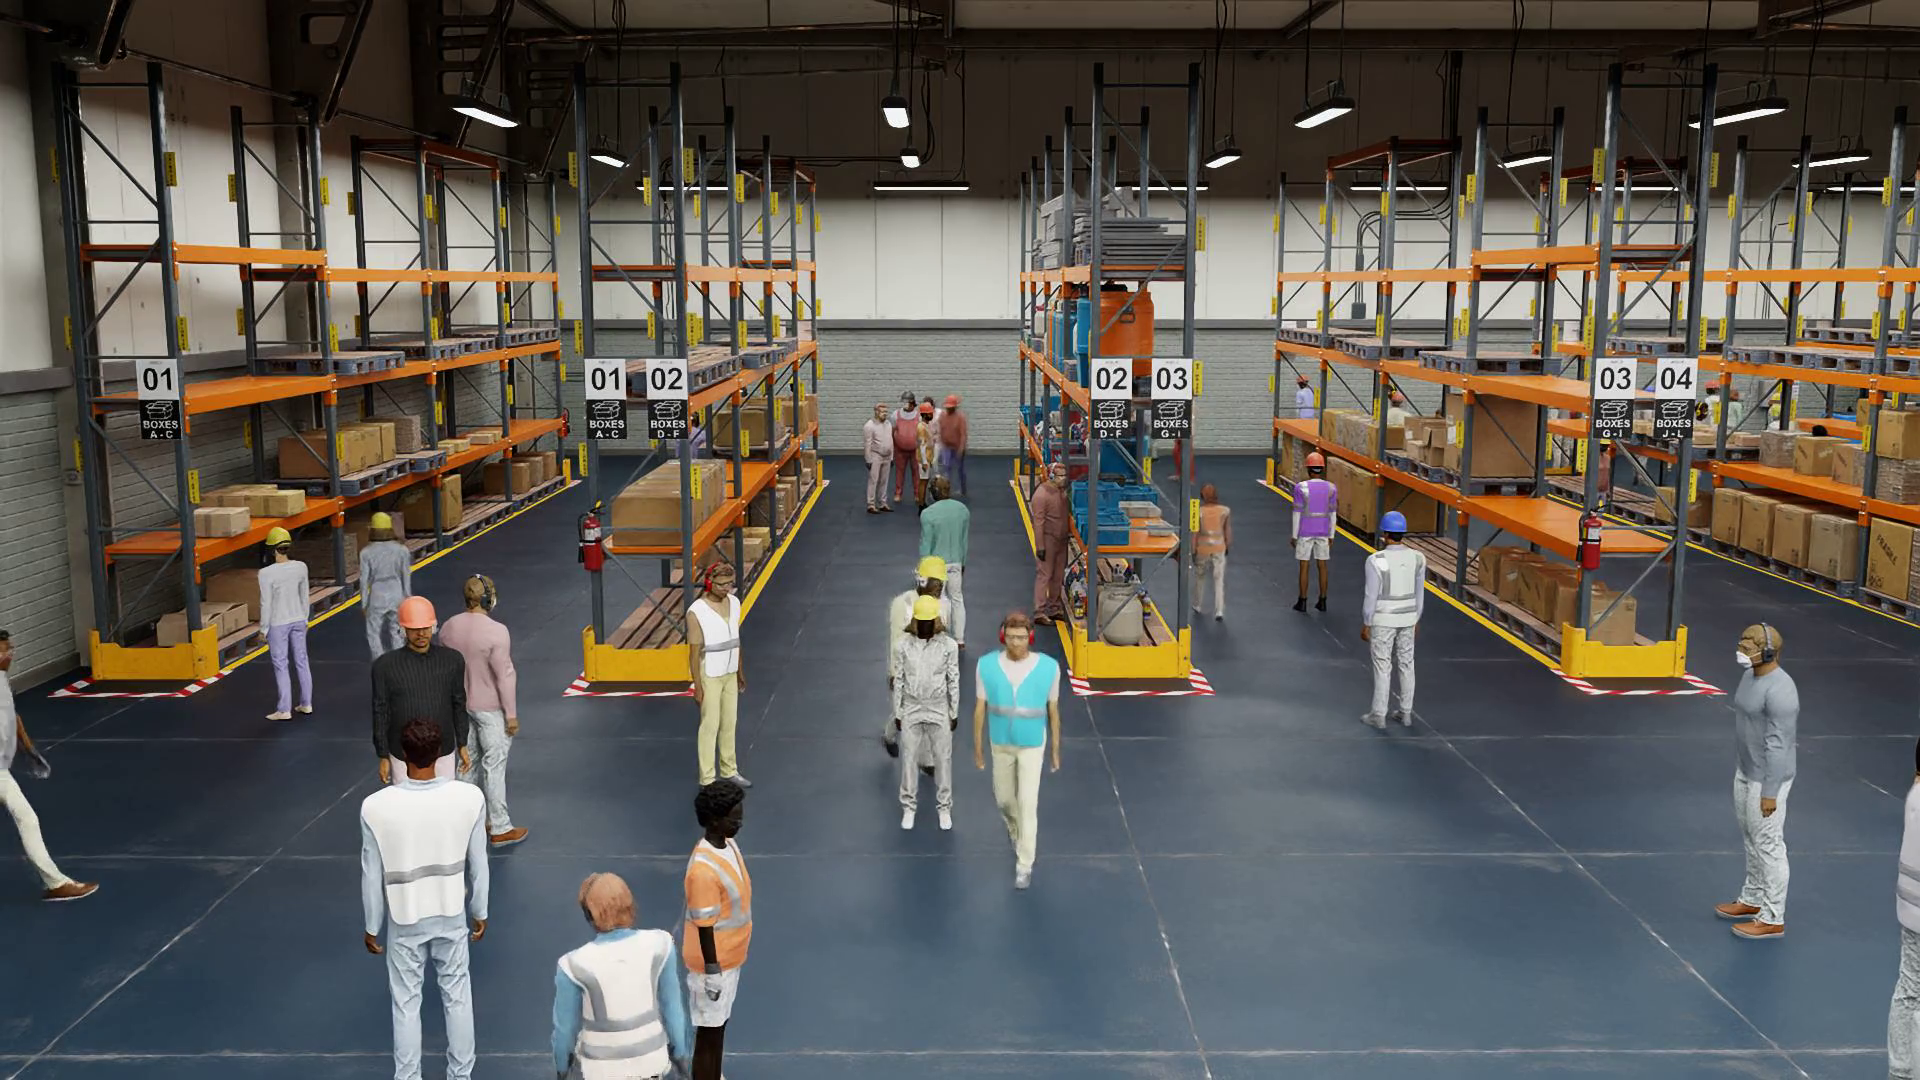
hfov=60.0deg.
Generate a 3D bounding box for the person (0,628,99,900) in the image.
[{"bbox_3d":[-6.117,1.439,10.603,0.980,1.823,0.512,-3,9,-17],"label":"person"}]

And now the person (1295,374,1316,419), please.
[{"bbox_3d":[7.711,-2.755,37.284,0.573,1.916,0.459,-7,11,-38],"label":"person"}]

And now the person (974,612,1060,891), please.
[{"bbox_3d":[0.391,1.352,11.189,0.574,1.822,0.811,2,9,10],"label":"person"}]

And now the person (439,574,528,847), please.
[{"bbox_3d":[-3.374,1.199,11.756,0.627,1.940,0.372,5,10,28],"label":"person"}]

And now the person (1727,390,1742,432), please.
[{"bbox_3d":[16.813,-2.462,36.285,0.284,1.633,0.498,-6,10,-32],"label":"person"}]

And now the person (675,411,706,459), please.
[{"bbox_3d":[-4.242,-1.103,26.563,0.635,1.938,0.359,4,10,26],"label":"person"}]

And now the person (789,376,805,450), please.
[{"bbox_3d":[-3.588,-2.635,36.458,0.369,1.928,0.585,3,9,17],"label":"person"}]

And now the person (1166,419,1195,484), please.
[{"bbox_3d":[4.376,-2.094,32.940,0.648,1.948,0.626,2,9,11],"label":"person"}]

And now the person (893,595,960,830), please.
[{"bbox_3d":[-0.246,1.250,12.083,0.485,1.737,0.321,0,9,2],"label":"person"}]

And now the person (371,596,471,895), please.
[{"bbox_3d":[-3.445,1.339,10.676,0.612,1.995,0.382,-6,11,-35],"label":"person"}]

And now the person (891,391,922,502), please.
[{"bbox_3d":[-0.925,-1.684,29.976,0.688,2.000,0.536,0,9,2],"label":"person"}]

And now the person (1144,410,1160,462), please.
[{"bbox_3d":[4.114,-2.565,36.434,0.598,1.806,0.830,5,10,30],"label":"person"}]

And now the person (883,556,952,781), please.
[{"bbox_3d":[-0.353,1.008,13.427,0.605,1.807,0.675,-6,11,-34],"label":"person"}]

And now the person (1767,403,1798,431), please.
[{"bbox_3d":[14.849,-1.558,29.949,0.616,1.797,0.677,-2,9,-12],"label":"person"}]

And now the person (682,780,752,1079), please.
[{"bbox_3d":[-1.124,1.943,7.754,0.319,1.695,0.532,0,9,2],"label":"person"}]

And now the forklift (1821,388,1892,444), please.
[{"bbox_3d":[20.072,-3.110,36.462,1.873,2.768,1.129,0,9,0],"label":"forklift"}]

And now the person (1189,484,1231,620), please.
[{"bbox_3d":[2.970,0.135,19.715,0.514,1.596,0.867,0,9,-1],"label":"person"}]

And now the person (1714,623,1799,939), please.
[{"bbox_3d":[4.889,1.455,10.161,0.379,1.931,0.625,1,9,8],"label":"person"}]

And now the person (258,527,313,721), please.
[{"bbox_3d":[-6.155,0.760,15.136,0.312,1.767,0.533,5,10,28],"label":"person"}]

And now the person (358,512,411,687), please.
[{"bbox_3d":[-5.650,0.586,16.356,0.505,1.743,0.323,-5,10,-31],"label":"person"}]

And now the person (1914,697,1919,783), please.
[{"bbox_3d":[7.587,1.158,12.798,0.315,1.696,0.540,1,9,8],"label":"person"}]

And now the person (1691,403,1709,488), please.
[{"bbox_3d":[13.032,-1.503,29.414,0.325,1.860,0.502,8,12,43],"label":"person"}]

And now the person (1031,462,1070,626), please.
[{"bbox_3d":[1.092,0.042,19.344,0.399,1.900,0.648,6,11,34],"label":"person"}]

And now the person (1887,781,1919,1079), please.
[{"bbox_3d":[4.654,1.797,7.882,0.388,1.947,0.611,2,9,10],"label":"person"}]

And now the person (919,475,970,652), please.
[{"bbox_3d":[-0.175,0.267,17.786,0.630,1.933,0.364,-7,11,-36],"label":"person"}]

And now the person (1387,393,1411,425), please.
[{"bbox_3d":[8.045,-1.758,30.876,0.651,1.923,1.042,2,9,15],"label":"person"}]

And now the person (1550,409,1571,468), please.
[{"bbox_3d":[12.170,-2.218,33.709,0.603,1.949,0.384,-5,10,-30],"label":"person"}]

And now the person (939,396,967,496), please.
[{"bbox_3d":[-0.125,-1.702,30.523,0.623,1.899,1.099,5,10,28],"label":"person"}]

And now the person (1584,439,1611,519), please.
[{"bbox_3d":[9.424,-0.708,24.583,0.522,1.768,0.312,-5,10,-31],"label":"person"}]

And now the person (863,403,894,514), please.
[{"bbox_3d":[-1.369,-1.402,28.634,0.397,1.899,0.647,7,11,39],"label":"person"}]

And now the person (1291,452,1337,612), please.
[{"bbox_3d":[4.268,-0.093,20.111,0.539,1.929,0.382,-1,9,-9],"label":"person"}]

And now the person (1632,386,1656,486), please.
[{"bbox_3d":[13.390,-2.029,32.494,0.397,1.945,0.617,1,9,6],"label":"person"}]

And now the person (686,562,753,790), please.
[{"bbox_3d":[-1.898,1.073,12.930,0.411,1.831,0.571,5,10,30],"label":"person"}]

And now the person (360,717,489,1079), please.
[{"bbox_3d":[-2.558,1.799,8.007,0.592,1.912,0.385,-5,10,-28],"label":"person"}]

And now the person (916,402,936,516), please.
[{"bbox_3d":[-0.573,-1.375,28.308,0.347,1.943,0.544,1,9,5],"label":"person"}]

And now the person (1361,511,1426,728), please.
[{"bbox_3d":[3.861,0.712,14.858,0.603,1.948,0.385,-3,9,-18],"label":"person"}]

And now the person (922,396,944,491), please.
[{"bbox_3d":[-0.565,-1.823,31.608,0.649,1.810,0.531,6,11,36],"label":"person"}]

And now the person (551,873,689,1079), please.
[{"bbox_3d":[-1.416,2.130,6.840,0.528,1.590,0.864,-5,10,-31],"label":"person"}]
